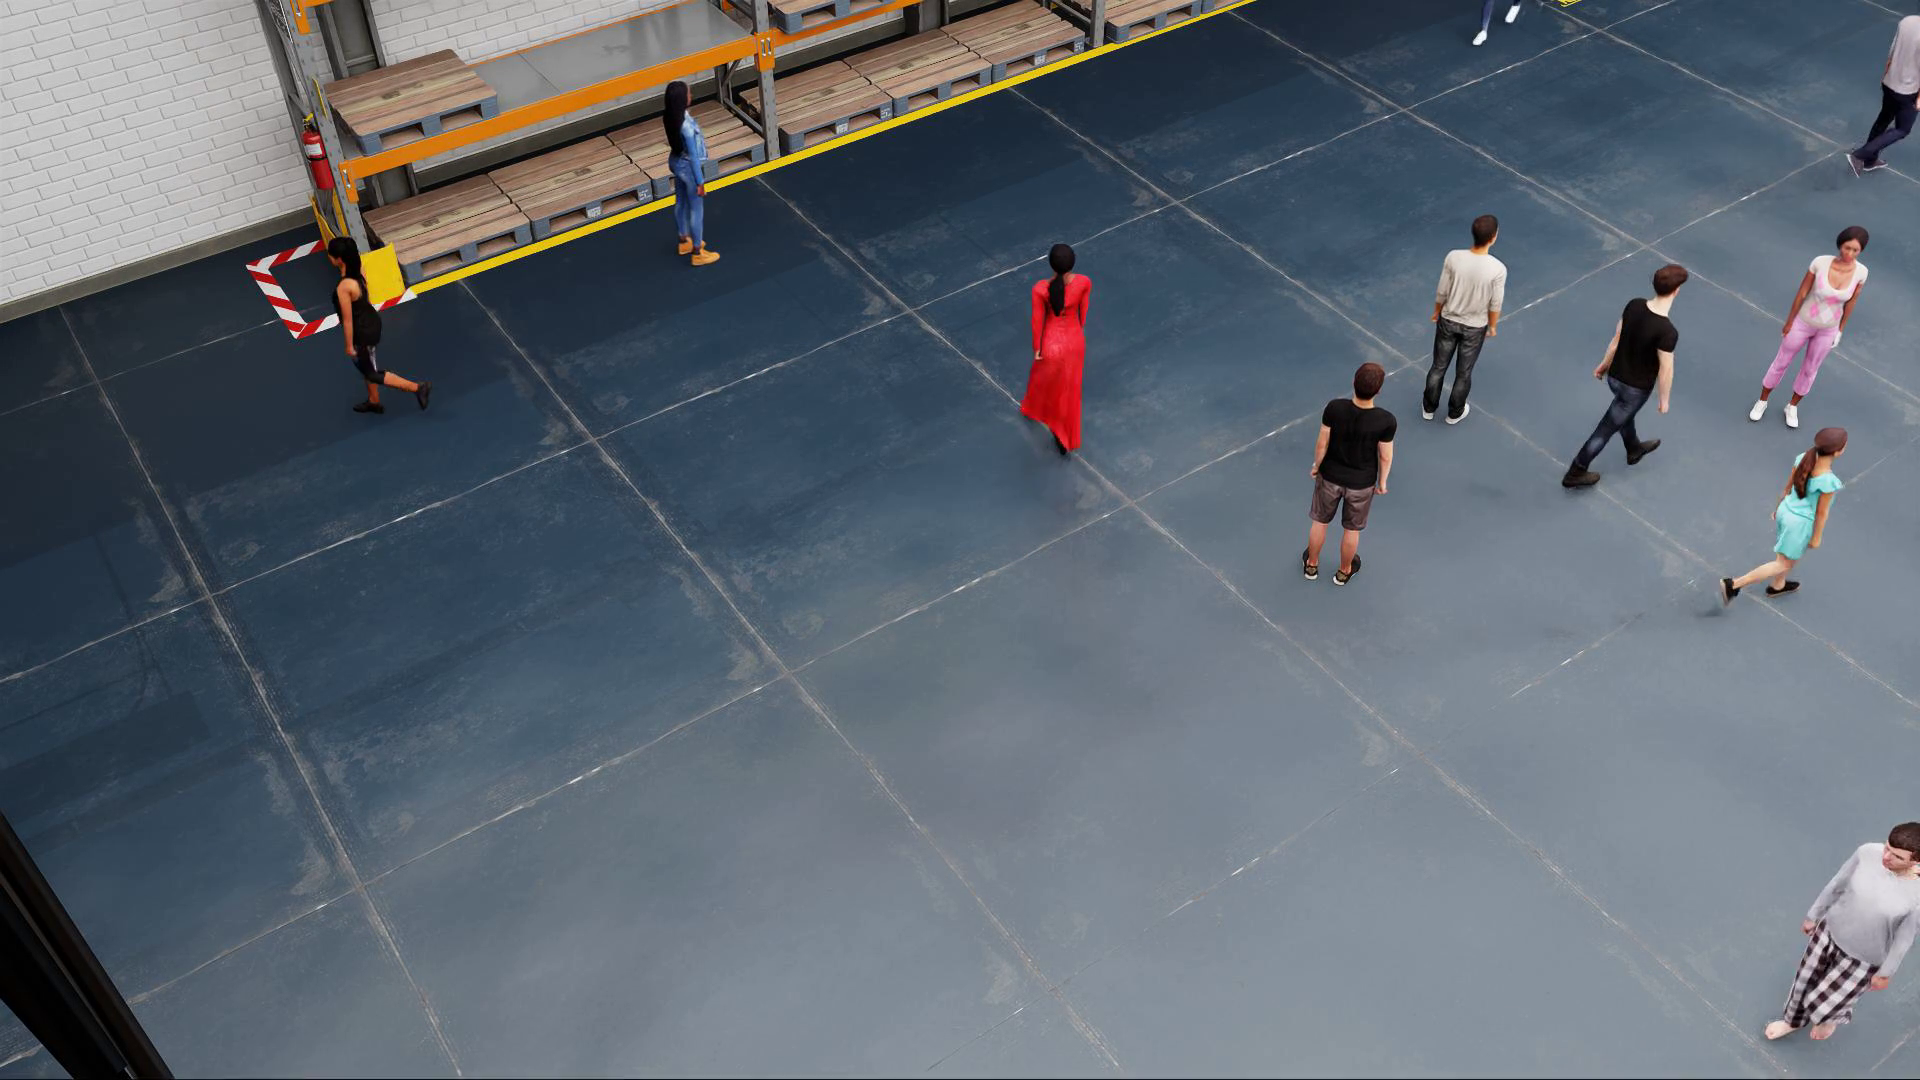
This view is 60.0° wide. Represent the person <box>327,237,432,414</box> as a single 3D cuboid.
[{"bbox_3d":[-4.500,-1.595,12.722,1.008,1.647,0.858,-3,44,-3],"label":"person"}]

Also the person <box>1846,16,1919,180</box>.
[{"bbox_3d":[8.604,-4.159,15.280,0.987,1.830,0.844,-12,45,-12],"label":"person"}]

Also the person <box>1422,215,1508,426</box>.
[{"bbox_3d":[3.834,-1.659,12.673,0.736,1.808,0.717,20,47,20],"label":"person"}]

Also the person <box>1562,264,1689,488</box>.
[{"bbox_3d":[4.771,-1.114,12.067,1.211,1.854,0.932,-13,45,-13],"label":"person"}]

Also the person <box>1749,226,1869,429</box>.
[{"bbox_3d":[6.518,-1.631,12.689,0.650,1.744,0.685,13,45,14],"label":"person"}]

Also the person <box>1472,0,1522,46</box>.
[{"bbox_3d":[5.799,-6.091,17.401,0.873,1.702,1.192,26,49,25],"label":"person"}]

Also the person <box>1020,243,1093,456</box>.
[{"bbox_3d":[0.769,-1.381,12.416,1.036,1.758,0.952,-6,44,-6],"label":"person"}]

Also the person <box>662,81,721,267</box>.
[{"bbox_3d":[-2.362,-3.161,14.319,0.493,1.711,0.581,-26,49,-24],"label":"person"}]

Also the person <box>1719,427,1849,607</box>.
[{"bbox_3d":[5.611,-0.117,11.247,1.029,1.541,0.822,-7,44,-7],"label":"person"}]

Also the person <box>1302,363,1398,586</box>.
[{"bbox_3d":[2.639,-0.446,11.360,0.774,1.861,0.784,14,45,15],"label":"person"}]

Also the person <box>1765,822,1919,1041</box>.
[{"bbox_3d":[4.758,2.073,8.734,0.759,1.838,0.723,-18,46,-18],"label":"person"}]
